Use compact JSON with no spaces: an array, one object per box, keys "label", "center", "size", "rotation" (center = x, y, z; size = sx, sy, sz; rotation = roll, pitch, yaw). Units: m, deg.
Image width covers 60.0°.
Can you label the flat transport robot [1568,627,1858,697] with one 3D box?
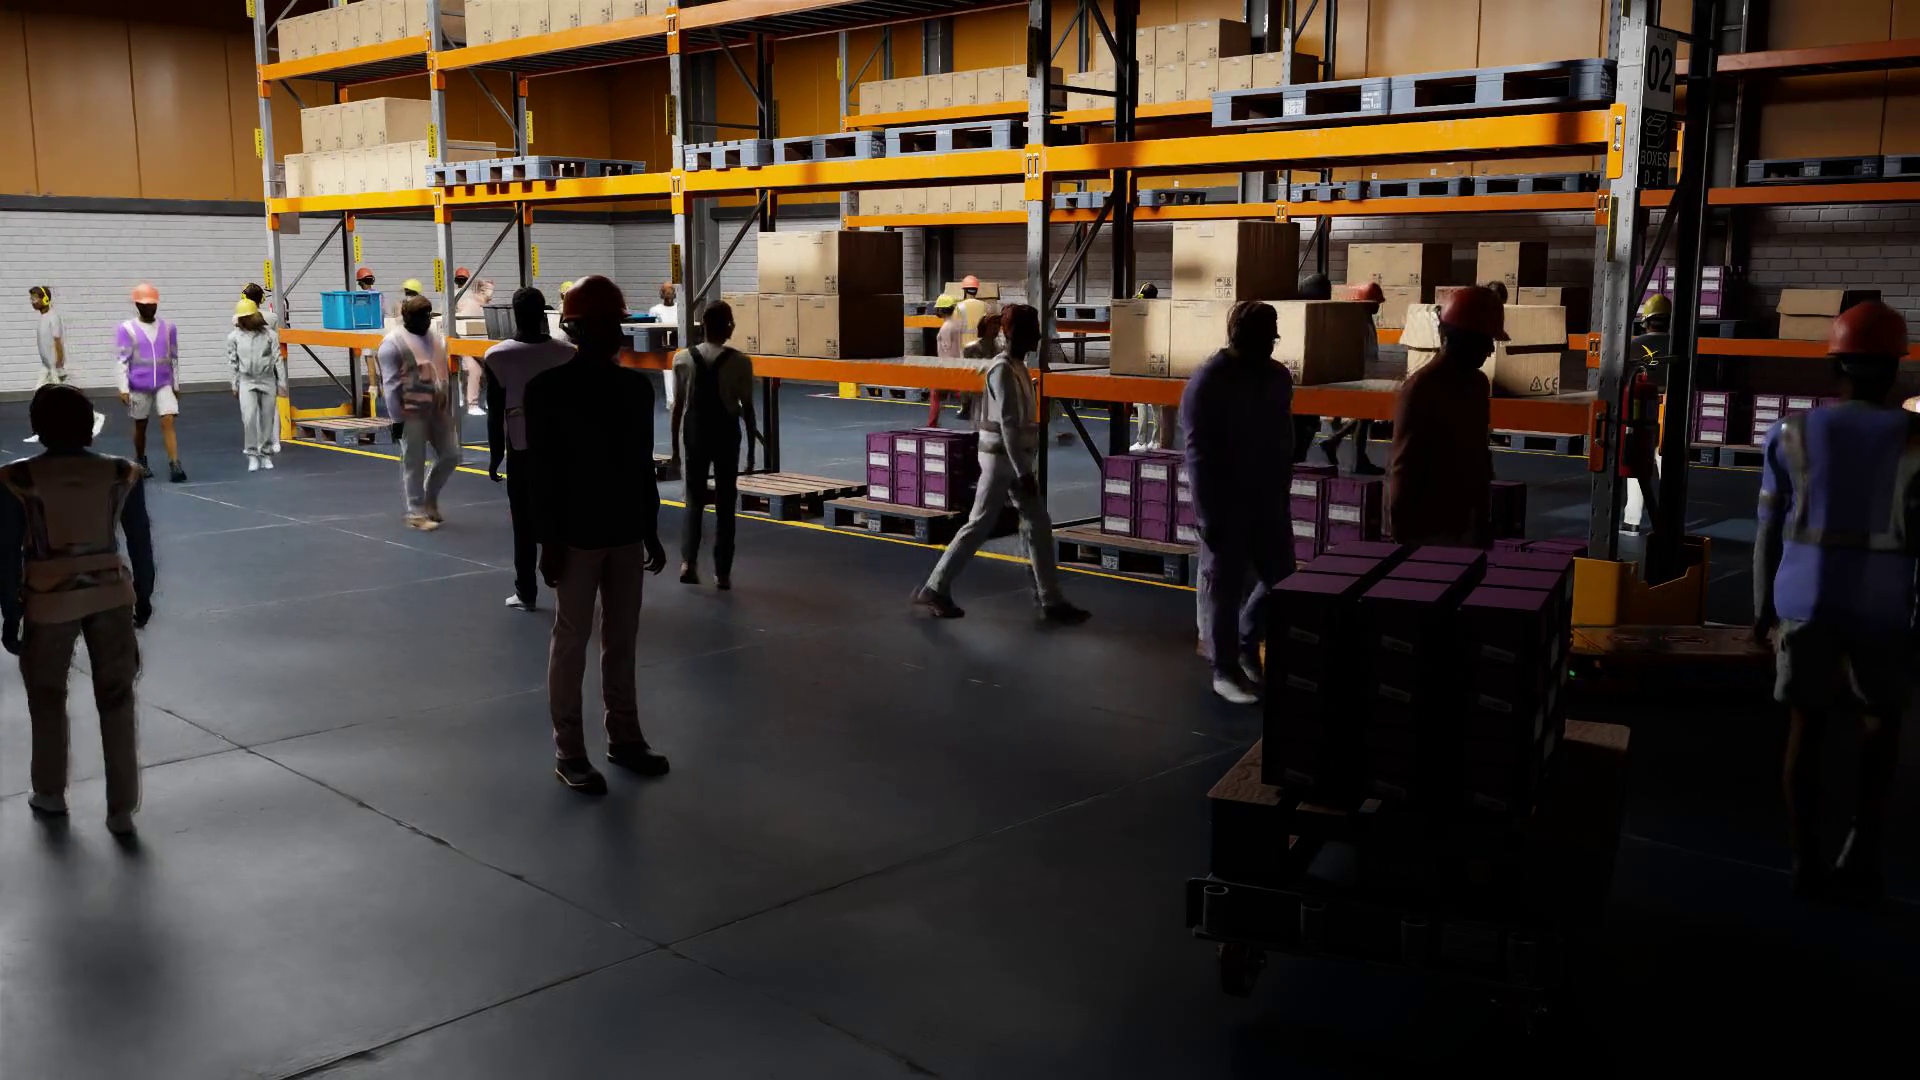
[{"label":"flat transport robot","center":[3.605,0.577,8.089],"size":[1.431,0.197,0.652],"rotation":[1,9,3]}]

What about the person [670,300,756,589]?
[{"label":"person","center":[-1.545,-0.585,10.451],"size":[0.531,1.825,0.393],"rotation":[1,9,4]}]

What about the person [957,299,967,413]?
[{"label":"person","center":[0.160,-2.577,23.289],"size":[0.497,1.627,0.284],"rotation":[-5,10,-26]}]

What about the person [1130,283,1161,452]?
[{"label":"person","center":[2.062,-1.907,18.429],"size":[0.520,1.871,0.326],"rotation":[-7,12,-37]}]

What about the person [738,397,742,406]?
[{"label":"person","center":[-3.363,-2.768,24.427],"size":[0.497,1.634,0.279],"rotation":[-7,12,-38]}]

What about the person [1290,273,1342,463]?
[{"label":"person","center":[2.657,-1.116,13.055],"size":[0.703,2.000,0.855],"rotation":[-3,10,-15]}]

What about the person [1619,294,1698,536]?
[{"label":"person","center":[5.234,-0.936,12.585],"size":[0.591,1.834,0.404],"rotation":[1,9,4]}]

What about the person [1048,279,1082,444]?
[{"label":"person","center":[1.069,-2.008,18.964],"size":[0.911,1.903,0.656],"rotation":[-1,9,-4]}]

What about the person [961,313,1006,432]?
[{"label":"person","center":[0.260,-1.220,14.935],"size":[0.532,1.630,0.355],"rotation":[-6,11,-33]}]

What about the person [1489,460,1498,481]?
[{"label":"person","center":[3.334,-0.635,10.998],"size":[0.541,1.754,0.419],"rotation":[-8,12,-42]}]

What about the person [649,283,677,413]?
[{"label":"person","center":[-4.115,-2.733,23.664],"size":[0.576,1.828,1.033],"rotation":[-4,10,-24]}]

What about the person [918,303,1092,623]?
[{"label":"person","center":[0.229,-0.435,9.530],"size":[1.003,1.843,0.582],"rotation":[3,10,18]}]

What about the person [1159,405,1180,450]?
[{"label":"person","center":[2.270,-1.613,16.687],"size":[0.631,1.861,0.993],"rotation":[-2,10,-14]}]

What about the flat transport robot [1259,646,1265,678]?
[{"label":"flat transport robot","center":[2.143,0.565,8.157],"size":[1.431,0.197,0.652],"rotation":[-1,9,-7]}]

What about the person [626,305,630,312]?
[{"label":"person","center":[-5.995,-3.548,28.898],"size":[0.538,1.740,0.790],"rotation":[-2,9,-10]}]

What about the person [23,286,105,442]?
[{"label":"person","center":[-10.601,-2.069,19.563],"size":[0.523,1.836,0.809],"rotation":[9,13,44]}]

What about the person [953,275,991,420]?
[{"label":"person","center":[0.143,-2.576,22.329],"size":[0.551,1.932,0.378],"rotation":[-4,10,-22]}]

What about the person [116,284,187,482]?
[{"label":"person","center":[-7.723,-1.495,15.869],"size":[0.574,1.879,1.023],"rotation":[-8,12,-40]}]

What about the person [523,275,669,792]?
[{"label":"person","center":[-1.419,-0.033,6.549],"size":[0.375,1.997,0.611],"rotation":[7,12,38]}]

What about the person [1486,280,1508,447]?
[{"label":"person","center":[4.953,-1.456,15.532],"size":[0.624,1.915,0.498],"rotation":[-4,10,-24]}]

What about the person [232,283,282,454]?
[{"label":"person","center":[-7.700,-1.875,18.233],"size":[0.325,1.871,0.524],"rotation":[9,13,44]}]

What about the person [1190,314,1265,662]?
[{"label":"person","center":[1.467,-0.292,8.618],"size":[0.634,1.839,0.429],"rotation":[-6,11,-35]}]

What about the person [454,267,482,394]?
[{"label":"person","center":[-8.038,-3.388,26.979],"size":[0.614,2.042,0.373],"rotation":[-3,10,-18]}]

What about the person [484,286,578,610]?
[{"label":"person","center":[-2.512,-0.536,9.874],"size":[0.593,1.919,0.391],"rotation":[-6,11,-31]}]

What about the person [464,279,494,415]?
[{"label":"person","center":[-6.558,-2.653,22.990],"size":[0.635,1.876,0.701],"rotation":[3,10,19]}]

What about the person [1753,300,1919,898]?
[{"label":"person","center":[2.838,0.204,5.327],"size":[0.562,1.920,0.427],"rotation":[6,11,33]}]

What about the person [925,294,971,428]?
[{"label":"person","center":[-0.084,-2.083,19.939],"size":[0.886,1.729,0.518],"rotation":[3,10,20]}]

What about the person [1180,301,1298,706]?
[{"label":"person","center":[1.310,-0.157,7.681],"size":[0.675,1.876,0.416],"rotation":[-6,11,-32]}]

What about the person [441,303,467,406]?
[{"label":"person","center":[-7.605,-2.800,24.764],"size":[0.508,1.588,0.851],"rotation":[-9,13,-44]}]

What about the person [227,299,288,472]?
[{"label":"person","center":[-7.001,-1.539,16.618],"size":[0.512,1.712,0.706],"rotation":[-5,11,-28]}]

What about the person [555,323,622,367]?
[{"label":"person","center":[-2.862,-1.019,12.834],"size":[0.568,1.919,0.642],"rotation":[6,11,34]}]

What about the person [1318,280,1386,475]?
[{"label":"person","center":[3.875,-1.582,16.306],"size":[0.586,1.912,0.584],"rotation":[4,10,24]}]

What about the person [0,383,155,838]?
[{"label":"person","center":[-3.207,0.243,6.031],"size":[0.541,1.608,0.738],"rotation":[-8,12,-39]}]

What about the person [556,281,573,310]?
[{"label":"person","center":[-6.012,-3.046,25.536],"size":[0.404,1.827,0.601],"rotation":[-2,9,-12]}]

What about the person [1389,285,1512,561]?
[{"label":"person","center":[1.936,-0.080,6.954],"size":[0.715,1.956,0.660],"rotation":[9,13,44]}]

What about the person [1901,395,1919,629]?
[{"label":"person","center":[5.324,-0.236,8.997],"size":[0.514,1.615,0.779],"rotation":[0,9,-3]}]

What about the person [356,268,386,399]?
[{"label":"person","center":[-9.218,-3.219,25.948],"size":[0.394,2.040,0.610],"rotation":[4,10,21]}]

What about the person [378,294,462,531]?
[{"label":"person","center":[-4.149,-0.973,12.831],"size":[0.452,1.827,0.657],"rotation":[6,11,31]}]

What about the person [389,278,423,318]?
[{"label":"person","center":[-7.713,-2.703,23.247],"size":[0.584,1.901,0.593],"rotation":[2,9,10]}]

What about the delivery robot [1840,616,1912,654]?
[{"label":"delivery robot","center":[4.613,0.322,8.495],"size":[0.477,0.478,0.707],"rotation":[8,12,41]}]
